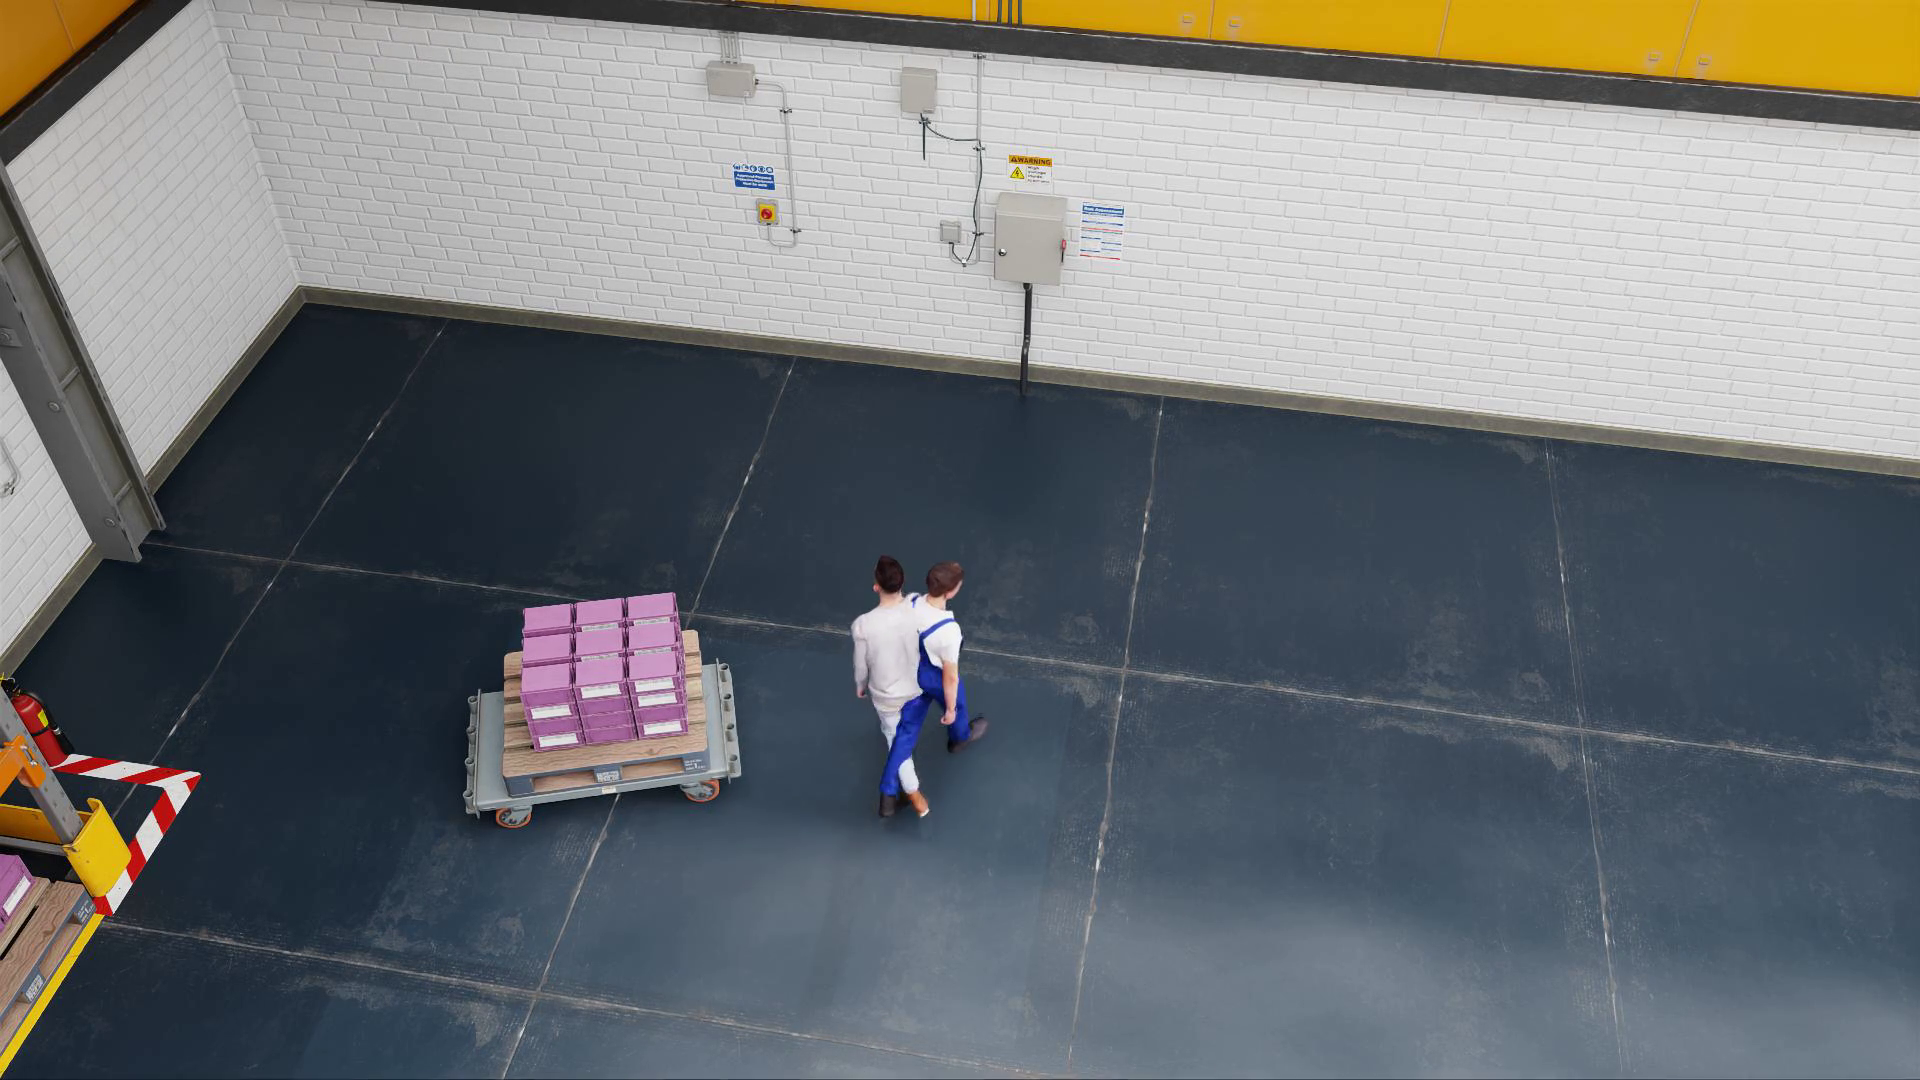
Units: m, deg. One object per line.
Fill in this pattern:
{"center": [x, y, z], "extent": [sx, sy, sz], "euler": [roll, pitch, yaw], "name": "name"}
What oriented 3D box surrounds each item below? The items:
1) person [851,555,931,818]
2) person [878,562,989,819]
{"center": [-0.340, 0.890, 9.780], "extent": [1.081, 1.801, 1.248], "euler": [-14, 45, -15], "name": "person"}
{"center": [-0.240, 0.892, 9.778], "extent": [1.105, 1.801, 1.343], "euler": [30, 51, 28], "name": "person"}
